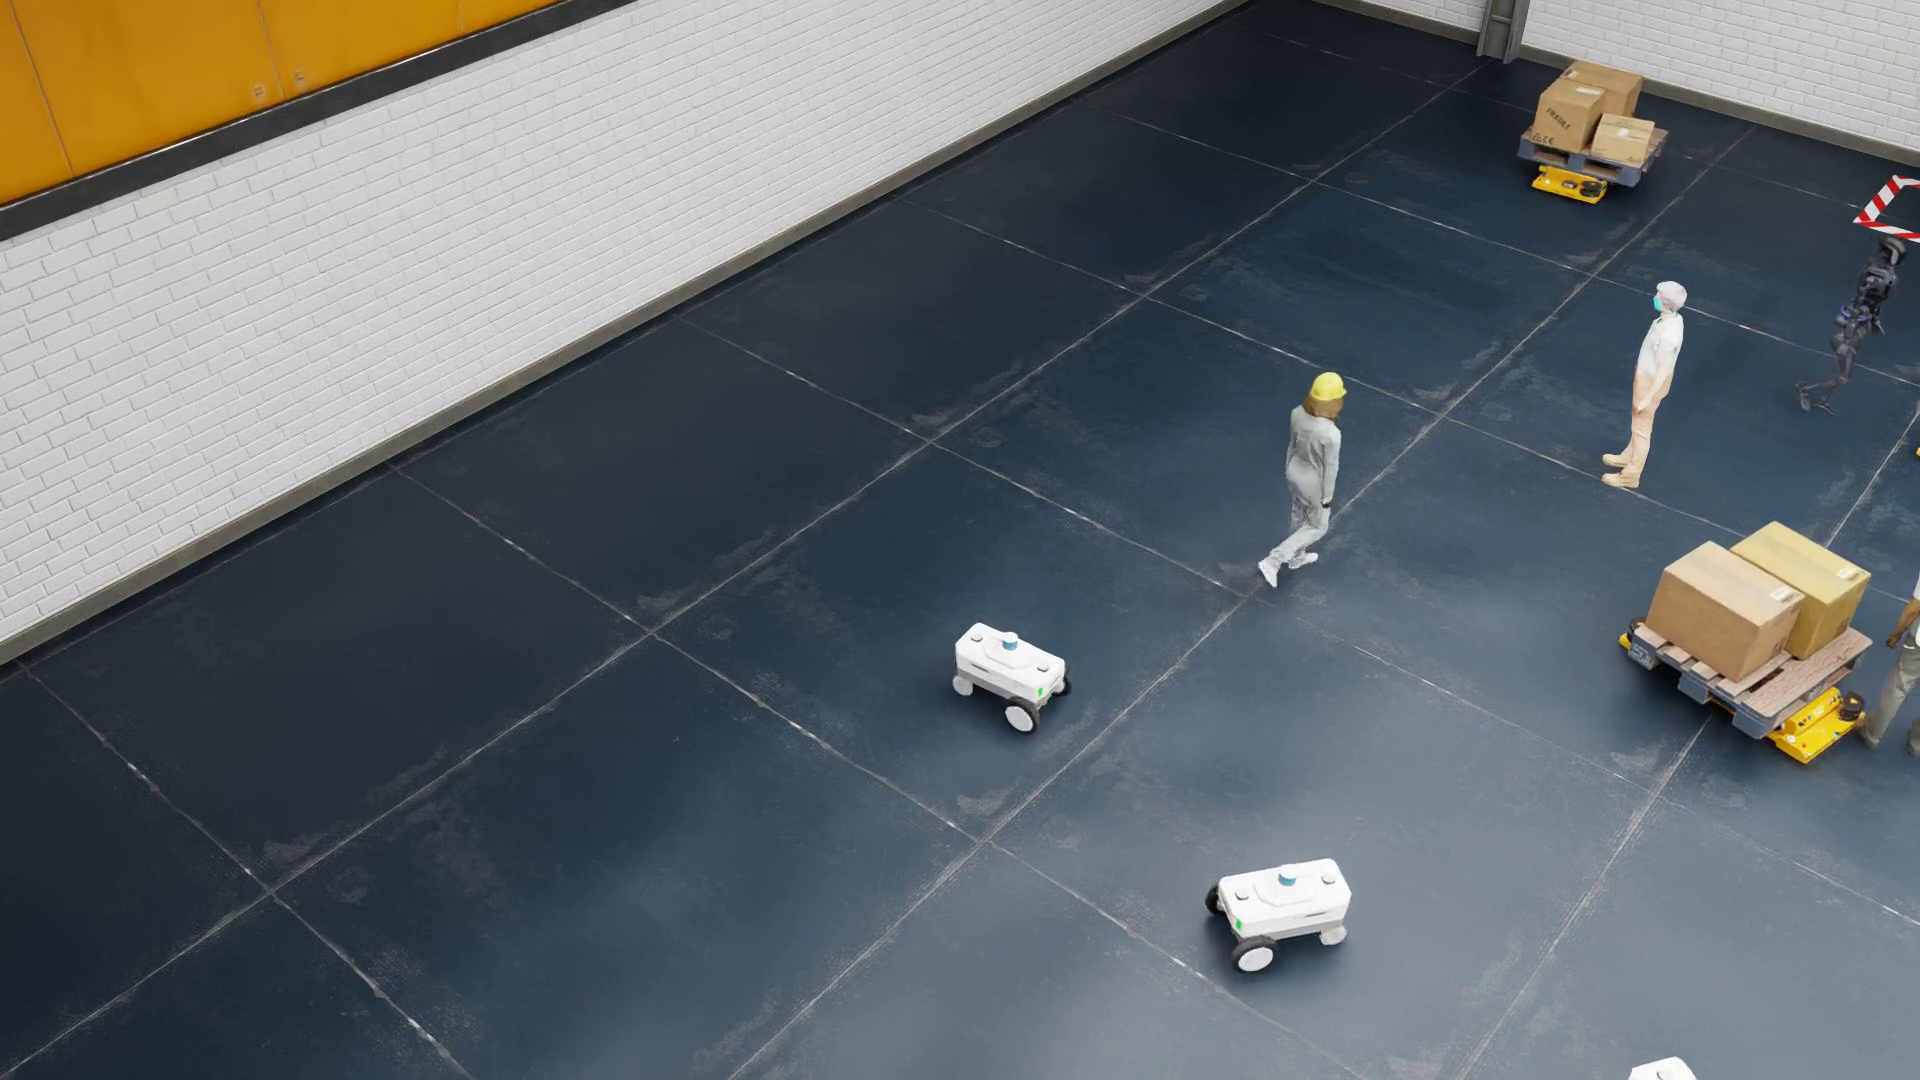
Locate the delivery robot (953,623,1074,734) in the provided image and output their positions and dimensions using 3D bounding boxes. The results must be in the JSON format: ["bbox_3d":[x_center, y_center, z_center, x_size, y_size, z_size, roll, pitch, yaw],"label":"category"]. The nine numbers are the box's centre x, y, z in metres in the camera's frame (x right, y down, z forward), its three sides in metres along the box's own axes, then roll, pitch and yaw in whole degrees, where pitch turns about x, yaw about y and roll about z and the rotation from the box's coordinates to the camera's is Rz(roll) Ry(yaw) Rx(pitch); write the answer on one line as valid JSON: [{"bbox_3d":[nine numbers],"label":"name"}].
[{"bbox_3d":[0.341,0.873,10.984,0.807,0.606,0.499,23,44,26],"label":"delivery robot"}]

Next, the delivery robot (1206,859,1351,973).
[{"bbox_3d":[1.802,2.093,9.475,0.791,0.614,0.499,-8,40,-10],"label":"delivery robot"}]

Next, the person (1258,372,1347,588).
[{"bbox_3d":[2.396,-0.402,11.623,0.560,1.719,0.479,-17,42,-20],"label":"person"}]

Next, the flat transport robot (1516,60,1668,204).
[{"bbox_3d":[6.458,-3.876,17.097,0.659,0.231,1.431,23,44,26],"label":"flat transport robot"}]

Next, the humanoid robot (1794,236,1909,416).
[{"bbox_3d":[7.139,-1.723,13.303,0.595,1.647,0.419,-30,48,-32],"label":"humanoid robot"}]

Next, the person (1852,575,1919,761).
[{"bbox_3d":[6.058,0.625,10.260,0.569,1.838,0.379,9,40,10],"label":"person"}]

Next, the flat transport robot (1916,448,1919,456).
[{"bbox_3d":[8.260,-0.462,12.860,0.659,0.231,1.431,-20,43,-23],"label":"flat transport robot"}]

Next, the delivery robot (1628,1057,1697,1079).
[{"bbox_3d":[3.637,2.989,8.357,0.499,0.606,0.794,-10,40,-12],"label":"delivery robot"}]

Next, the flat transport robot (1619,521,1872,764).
[{"bbox_3d":[5.242,0.894,11.177,0.659,0.231,1.431,-25,45,-27],"label":"flat transport robot"}]

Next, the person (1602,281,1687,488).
[{"bbox_3d":[5.205,-1.176,12.569,0.306,1.743,0.486,13,41,15],"label":"person"}]
